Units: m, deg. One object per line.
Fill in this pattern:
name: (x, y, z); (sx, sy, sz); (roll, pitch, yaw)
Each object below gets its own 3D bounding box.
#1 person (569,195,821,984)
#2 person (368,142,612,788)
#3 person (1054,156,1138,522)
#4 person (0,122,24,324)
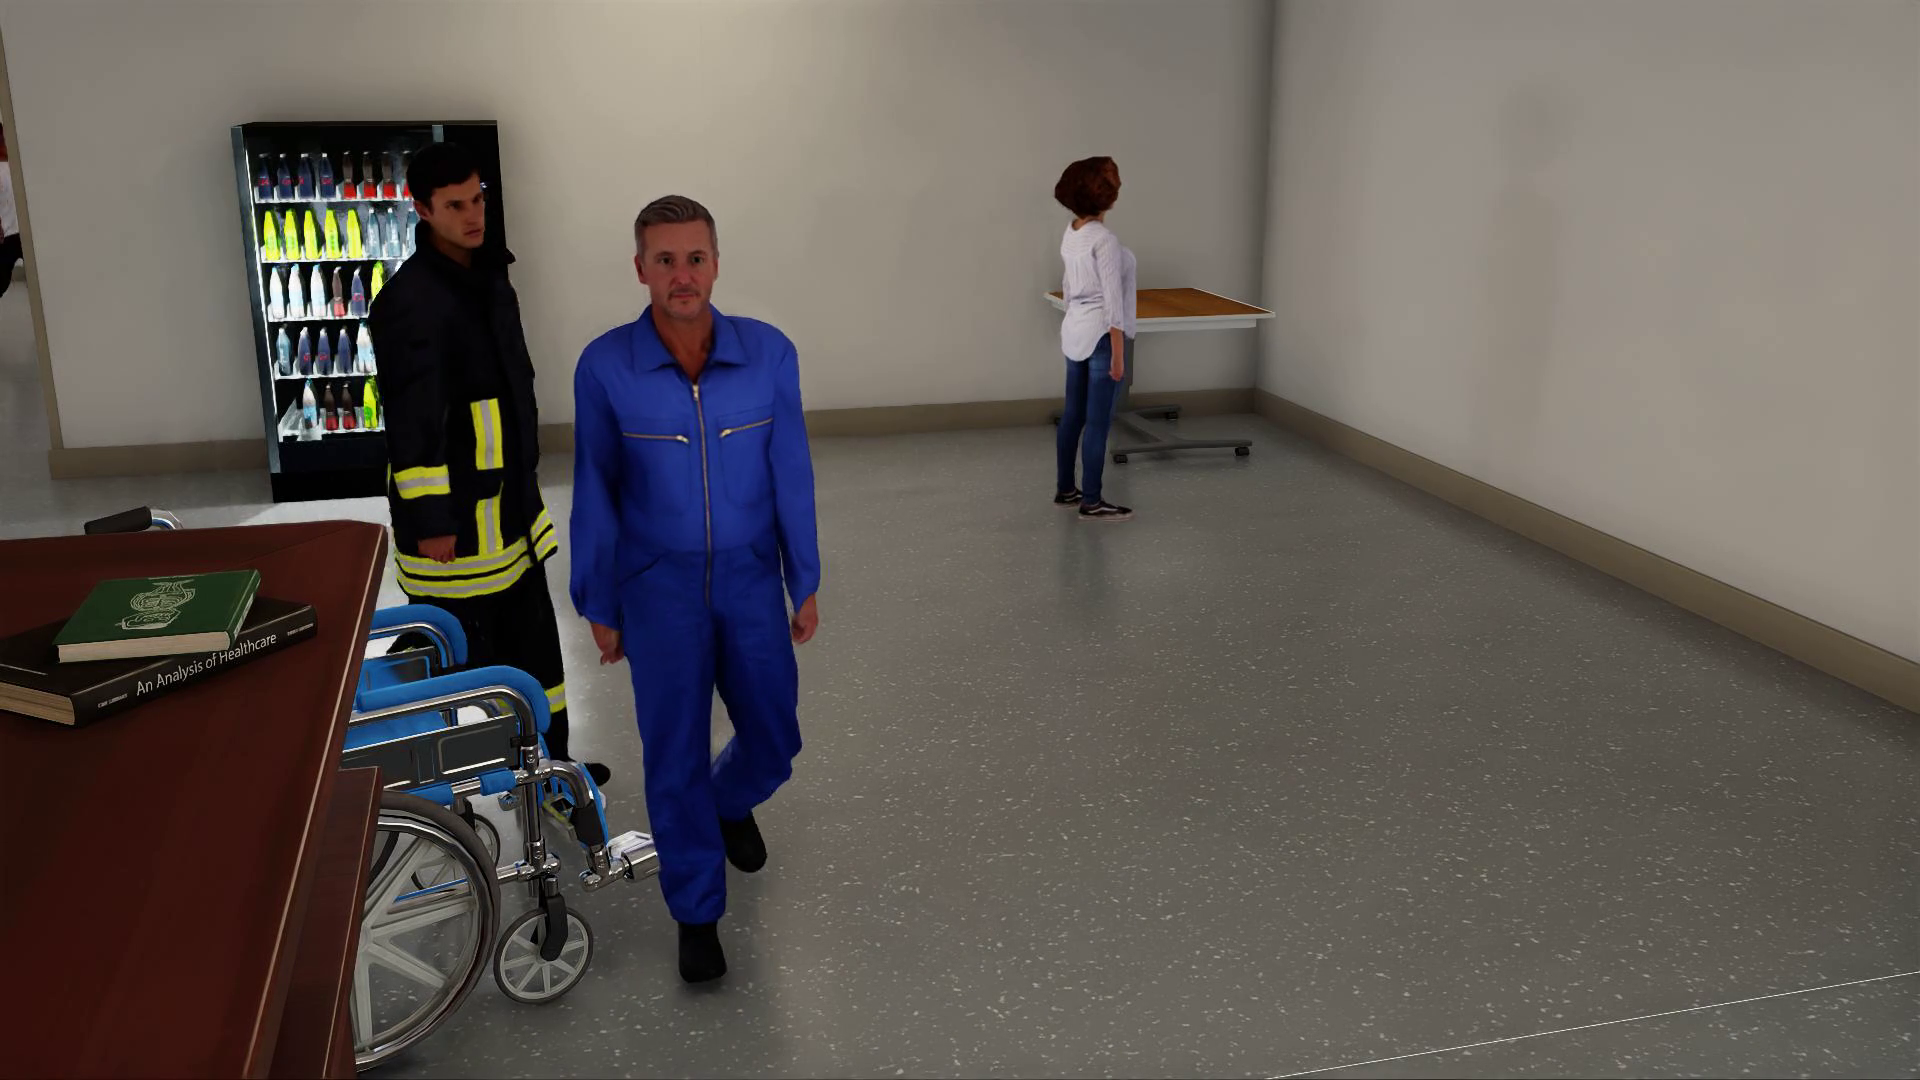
person: (-0.626, 0.107, 3.943); (0.803, 1.814, 0.824); (-5, 17, -18)
person: (-1.455, -0.133, 4.625); (1.194, 1.904, 1.058); (2, 16, 6)
person: (0.618, -0.967, 7.939); (0.649, 1.712, 0.674); (-7, 17, -23)
person: (-7.934, -2.611, 13.865); (1.182, 1.660, 0.950); (3, 16, 10)
